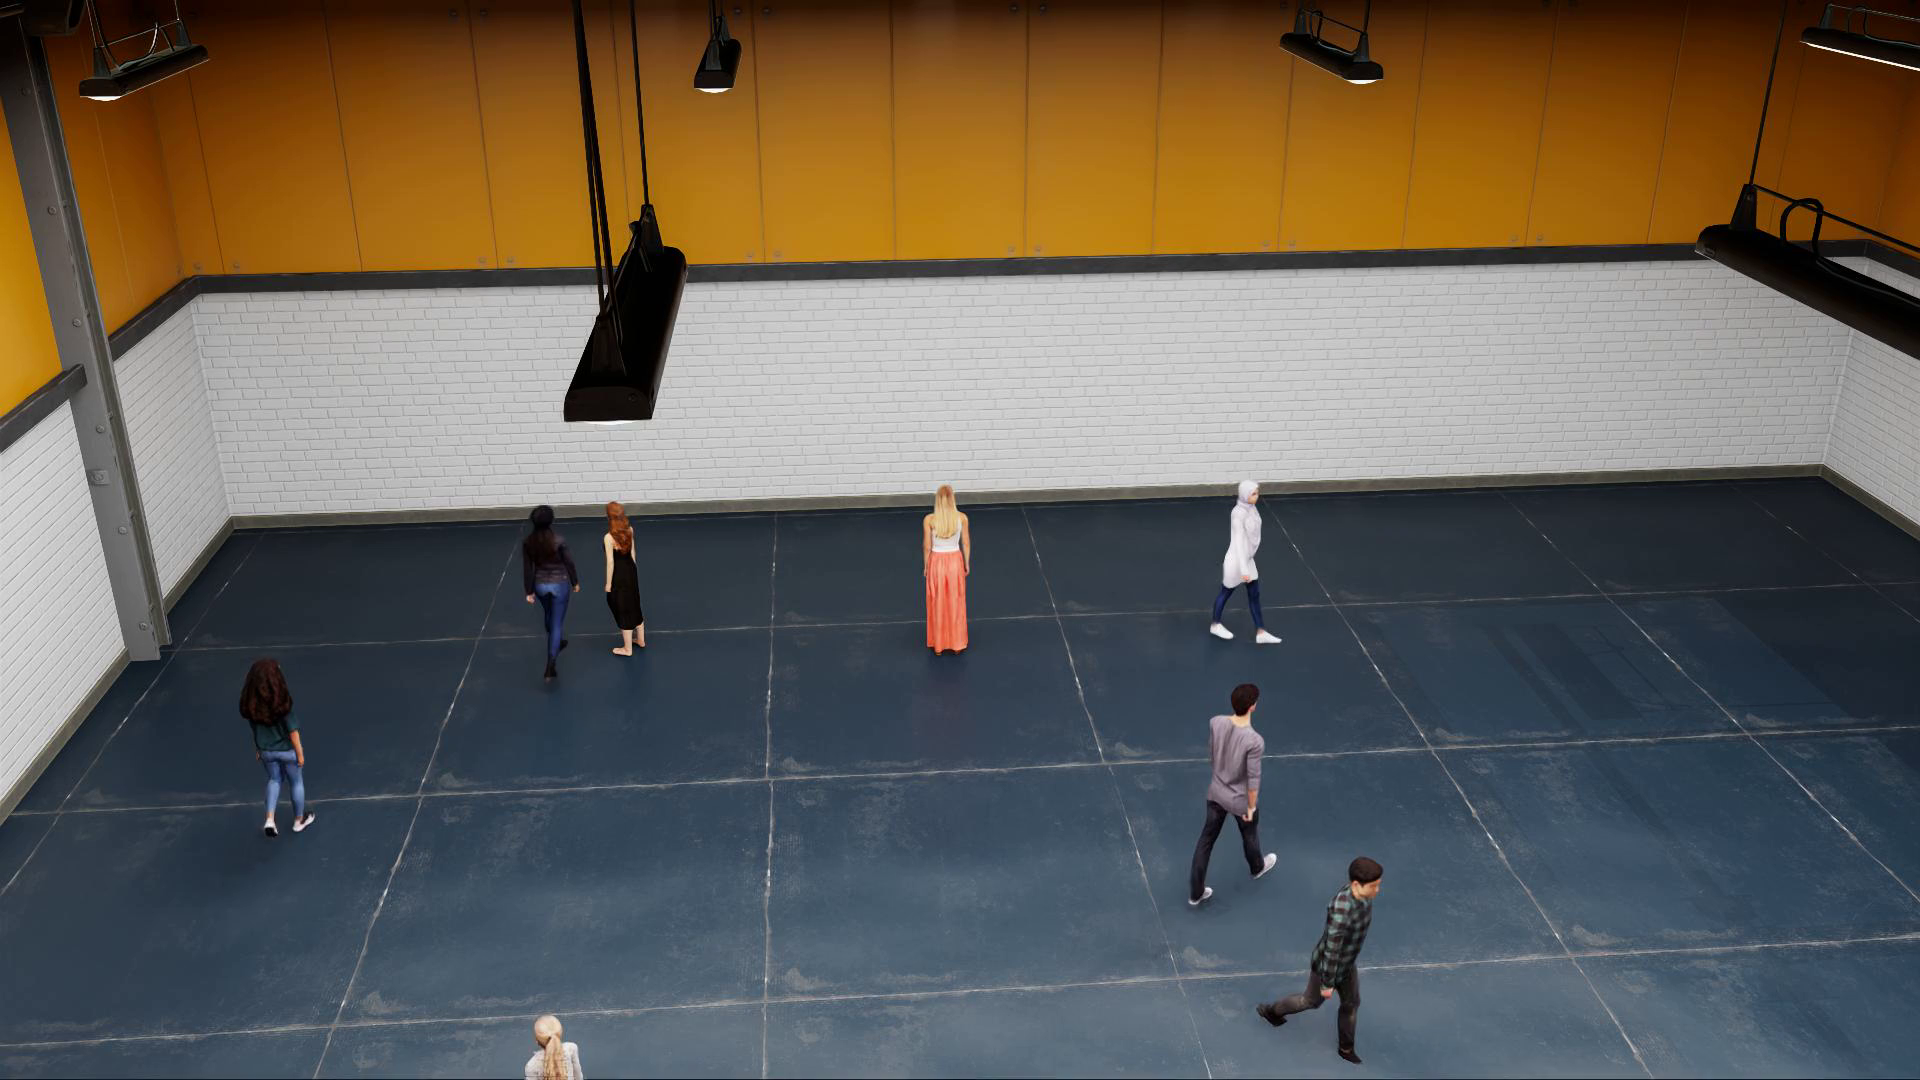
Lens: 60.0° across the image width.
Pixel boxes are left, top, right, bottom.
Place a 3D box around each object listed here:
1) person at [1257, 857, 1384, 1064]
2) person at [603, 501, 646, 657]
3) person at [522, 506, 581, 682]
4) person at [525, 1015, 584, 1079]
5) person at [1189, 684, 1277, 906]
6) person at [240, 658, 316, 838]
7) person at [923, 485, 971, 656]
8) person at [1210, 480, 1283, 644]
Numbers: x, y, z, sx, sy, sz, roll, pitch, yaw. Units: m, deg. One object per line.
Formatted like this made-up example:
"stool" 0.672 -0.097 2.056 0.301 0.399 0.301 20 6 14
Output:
"person" 2.444 2.789 11.218 1.156 1.662 1.108 19 30 36
"person" -3.351 0.373 16.528 0.742 1.625 0.661 13 27 27
"person" -3.946 0.533 16.054 0.796 1.711 1.189 1 24 2
"person" -2.402 3.423 10.009 0.768 1.259 0.935 -15 28 -31
"person" 2.008 1.968 12.654 1.191 1.806 1.215 21 31 40
"person" -5.555 1.725 13.462 0.678 1.604 0.853 2 24 5
"person" -0.138 0.295 16.485 0.616 1.803 0.563 -1 24 -3
"person" 2.734 0.219 16.732 1.066 1.744 1.009 19 30 37
